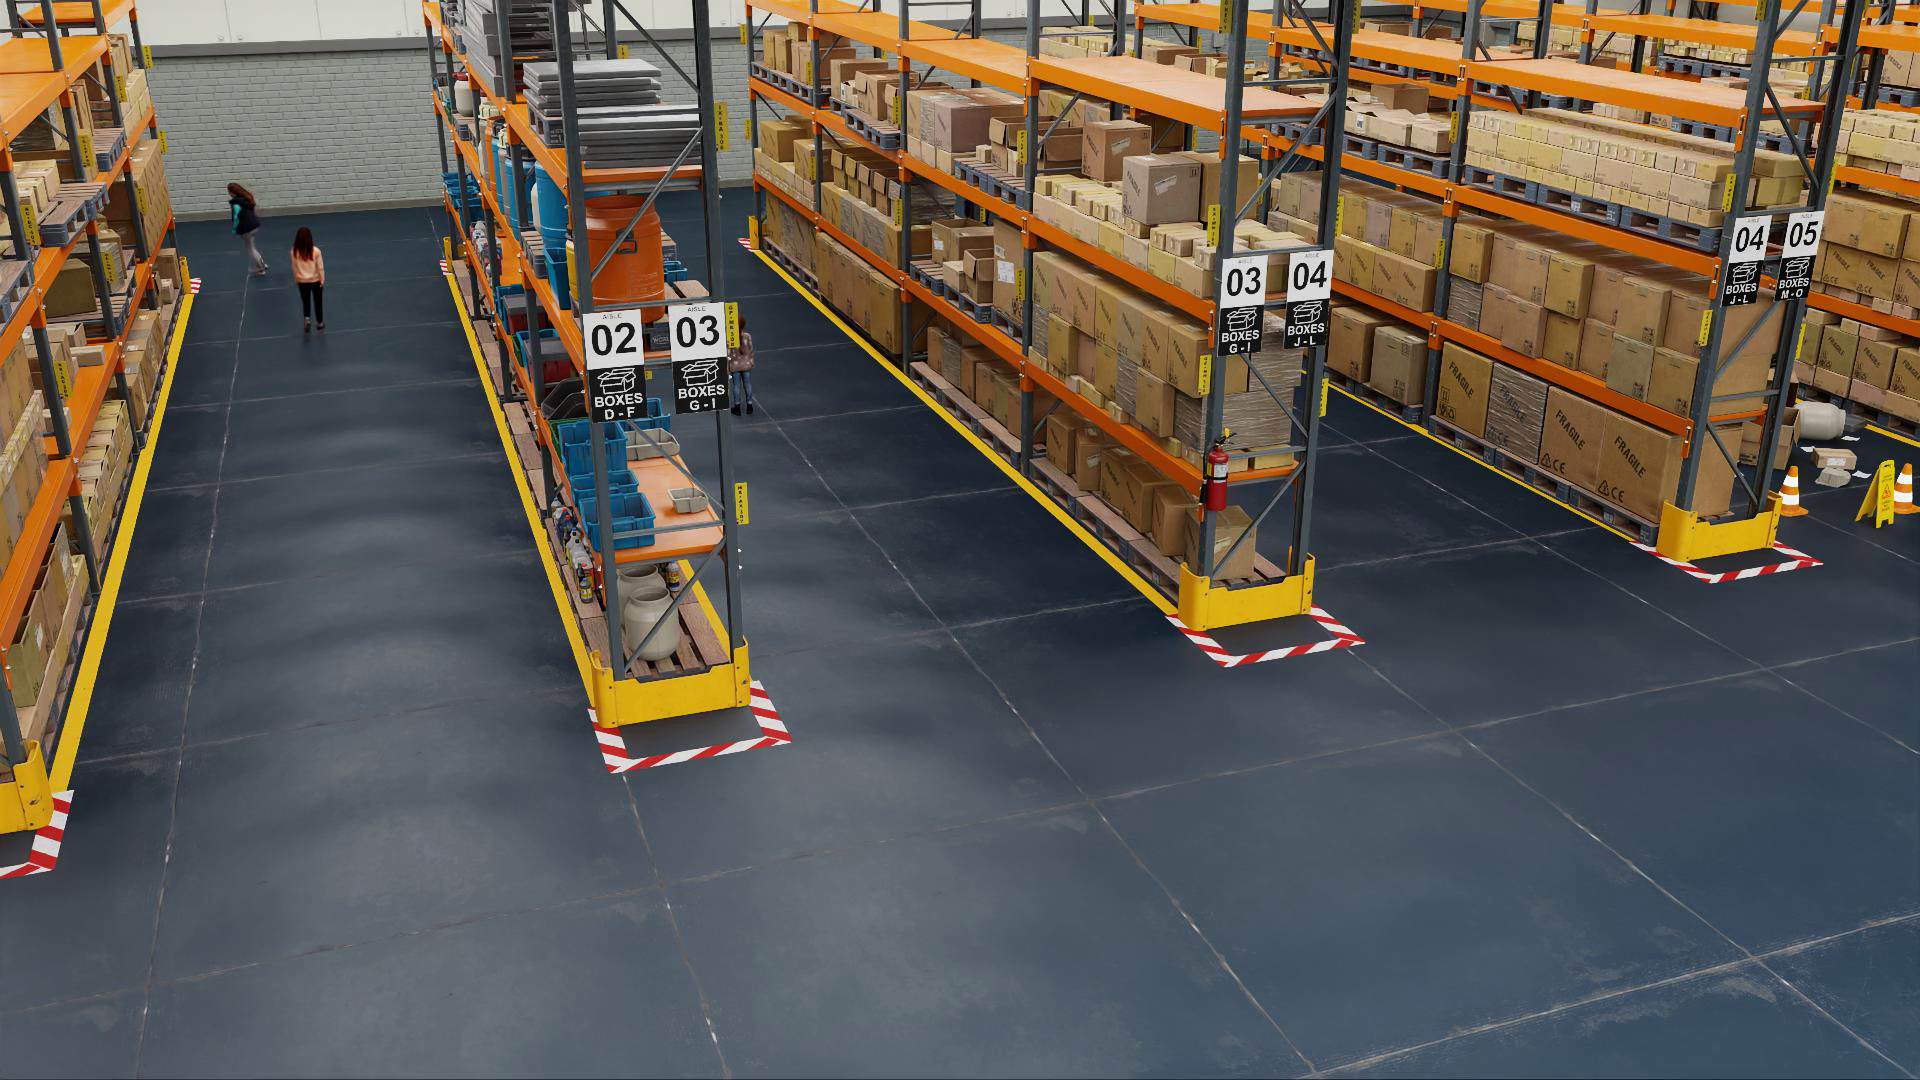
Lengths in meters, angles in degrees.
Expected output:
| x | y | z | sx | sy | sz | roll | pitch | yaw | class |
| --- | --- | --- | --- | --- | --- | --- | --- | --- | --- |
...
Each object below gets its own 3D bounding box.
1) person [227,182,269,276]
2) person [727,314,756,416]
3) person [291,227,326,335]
| x | y | z | sx | sy | sz | roll | pitch | yaw | class |
| --- | --- | --- | --- | --- | --- | --- | --- | --- | --- |
| -11.055 | -4.840 | 25.937 | 0.762 | 1.471 | 0.668 | 3 | 22 | 7 | person |
| -2.581 | -2.062 | 19.512 | 0.484 | 1.194 | 0.446 | -8 | 24 | -19 | person |
| -8.920 | -3.531 | 22.736 | 0.657 | 1.473 | 0.868 | -4 | 23 | -9 | person |
